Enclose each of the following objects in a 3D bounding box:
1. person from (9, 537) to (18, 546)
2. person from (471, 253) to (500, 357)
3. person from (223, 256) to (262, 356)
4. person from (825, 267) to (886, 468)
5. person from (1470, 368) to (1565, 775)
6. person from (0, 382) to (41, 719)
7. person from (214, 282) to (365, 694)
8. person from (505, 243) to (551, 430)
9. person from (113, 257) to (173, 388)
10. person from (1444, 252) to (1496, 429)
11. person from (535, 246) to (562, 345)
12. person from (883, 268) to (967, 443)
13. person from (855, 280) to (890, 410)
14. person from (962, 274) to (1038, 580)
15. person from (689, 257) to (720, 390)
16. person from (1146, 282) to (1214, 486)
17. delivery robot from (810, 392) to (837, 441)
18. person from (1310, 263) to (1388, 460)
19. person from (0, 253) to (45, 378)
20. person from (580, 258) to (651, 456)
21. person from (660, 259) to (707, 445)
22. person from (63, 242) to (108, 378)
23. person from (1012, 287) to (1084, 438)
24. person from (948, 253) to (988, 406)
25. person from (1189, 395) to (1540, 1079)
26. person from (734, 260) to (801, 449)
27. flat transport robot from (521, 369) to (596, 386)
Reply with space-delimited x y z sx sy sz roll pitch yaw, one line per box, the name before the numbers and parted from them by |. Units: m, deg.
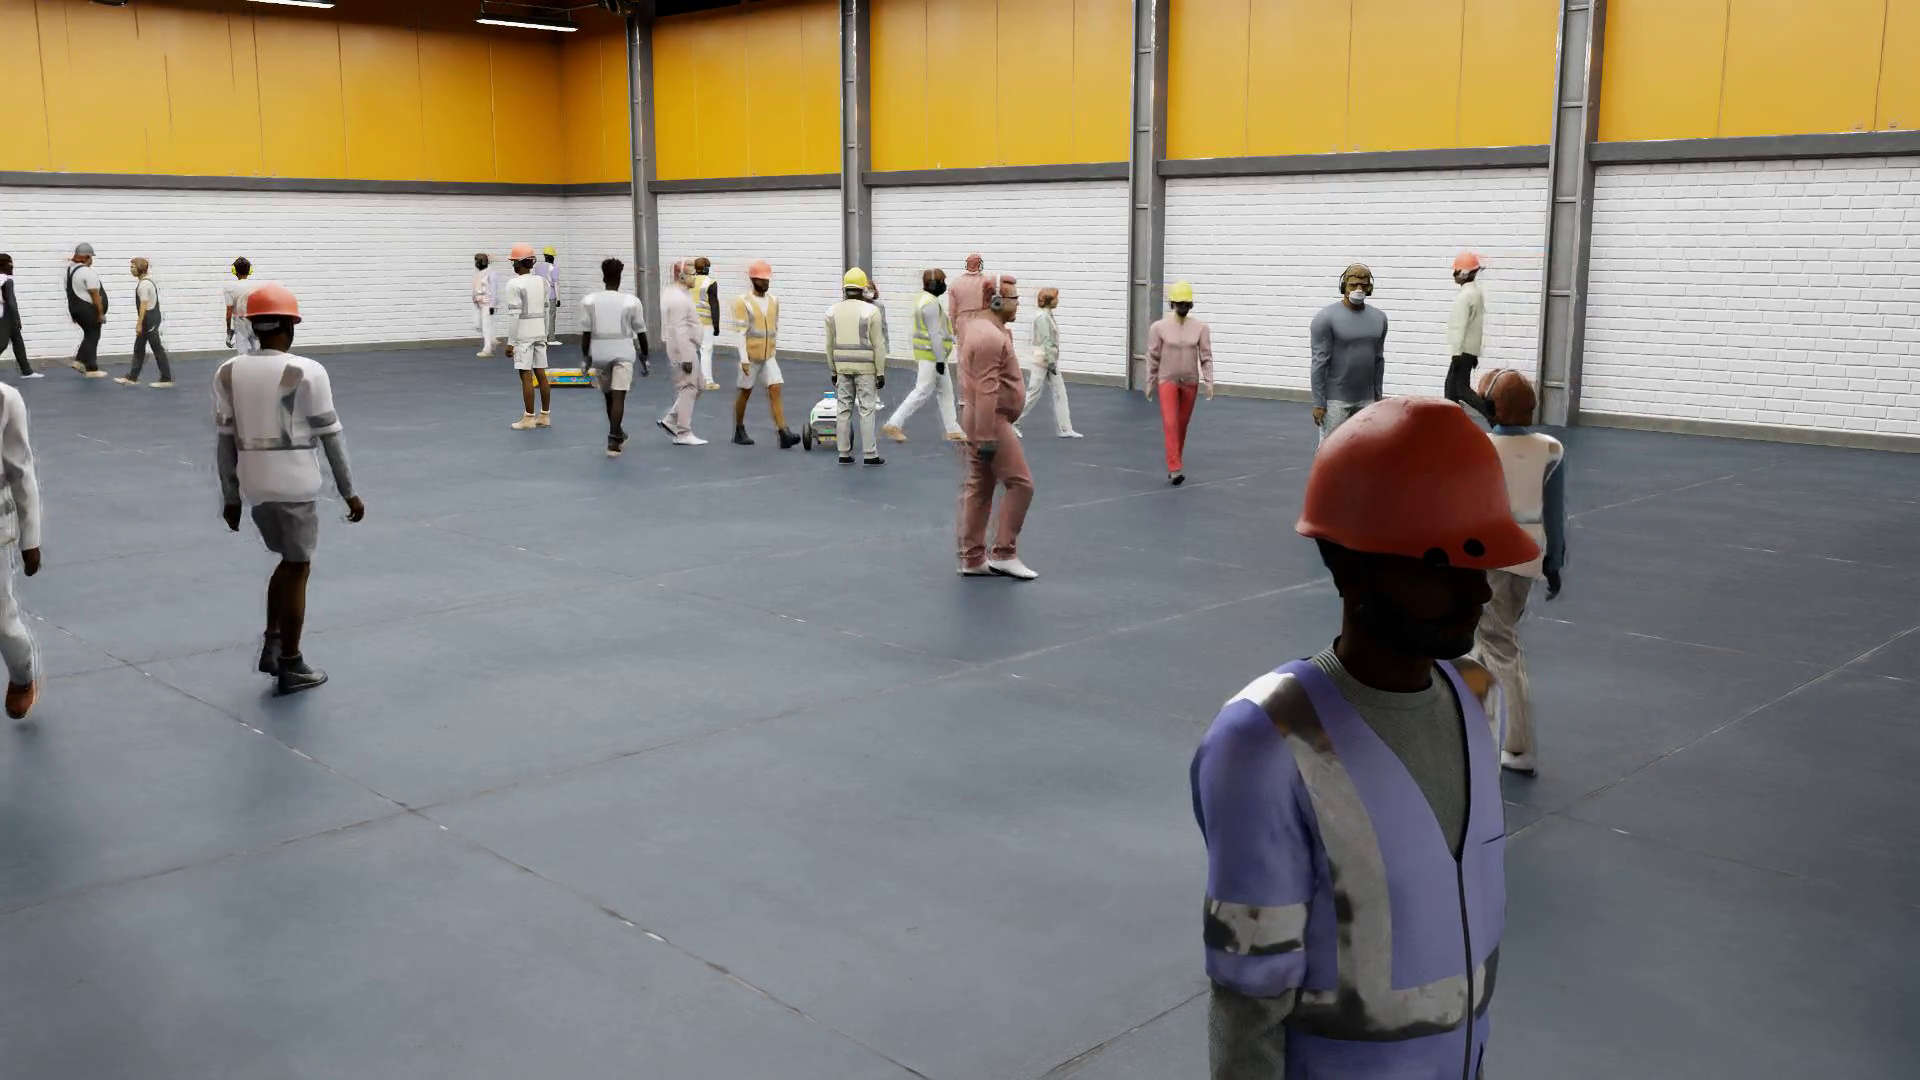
person | -6.770 -0.850 11.280 0.538 1.890 0.595 2 11 12
person | -8.388 -4.155 29.391 0.627 1.828 0.466 9 13 39
person | -8.833 -2.564 20.592 0.515 1.872 0.333 -8 13 -38
person | -0.942 -1.581 15.320 0.591 1.837 0.403 5 11 25
person | 2.164 0.098 6.807 0.538 1.586 0.848 -3 11 -17
person | -4.090 -0.031 6.847 0.582 1.862 0.799 -3 11 -18
person | -3.148 -0.236 7.797 0.573 1.914 0.482 3 11 18
person | -4.754 -2.222 18.249 0.377 2.045 0.605 6 12 28
person | -11.441 -3.001 23.117 0.852 1.814 0.540 -4 11 -23
person | 5.182 -1.924 16.845 0.859 1.970 0.622 6 12 30
person | -8.003 -4.748 32.389 0.587 1.919 0.403 6 12 29
person | -0.339 -1.892 17.116 0.911 1.814 0.626 0 10 -2
person | -1.152 -2.420 20.586 0.503 1.590 0.864 -7 13 -34
person | 0.289 -0.687 10.292 0.616 1.885 0.679 -1 10 -3
person | -3.595 -3.005 23.112 0.630 1.835 0.432 6 12 31
person | 1.895 -1.320 14.186 0.550 1.718 0.882 -1 10 -7
delivery robot | -1.306 -1.244 16.725 0.477 0.478 0.707 0 10 0
person | 2.755 -0.983 11.790 0.628 1.936 0.375 -5 11 -25
person | -14.127 -3.283 24.516 0.606 1.881 0.972 9 14 41
person | -3.369 -1.798 16.309 0.625 1.905 1.028 0 10 2
person | -2.777 -1.900 16.920 0.437 1.885 0.666 -2 11 -11
person | -13.097 -3.462 25.022 0.693 2.000 0.535 8 13 38
person | 0.861 -1.862 17.493 0.808 1.603 0.514 4 11 19
person | 0.180 -2.615 20.771 0.651 1.906 0.409 1 10 8
person | 0.547 0.775 2.198 0.546 1.938 0.361 -9 14 -41
person | -2.003 -1.859 16.719 0.567 1.877 1.005 -9 14 -40
flat transport robot | -5.426 -2.309 23.564 1.431 0.197 0.652 0 10 -1
